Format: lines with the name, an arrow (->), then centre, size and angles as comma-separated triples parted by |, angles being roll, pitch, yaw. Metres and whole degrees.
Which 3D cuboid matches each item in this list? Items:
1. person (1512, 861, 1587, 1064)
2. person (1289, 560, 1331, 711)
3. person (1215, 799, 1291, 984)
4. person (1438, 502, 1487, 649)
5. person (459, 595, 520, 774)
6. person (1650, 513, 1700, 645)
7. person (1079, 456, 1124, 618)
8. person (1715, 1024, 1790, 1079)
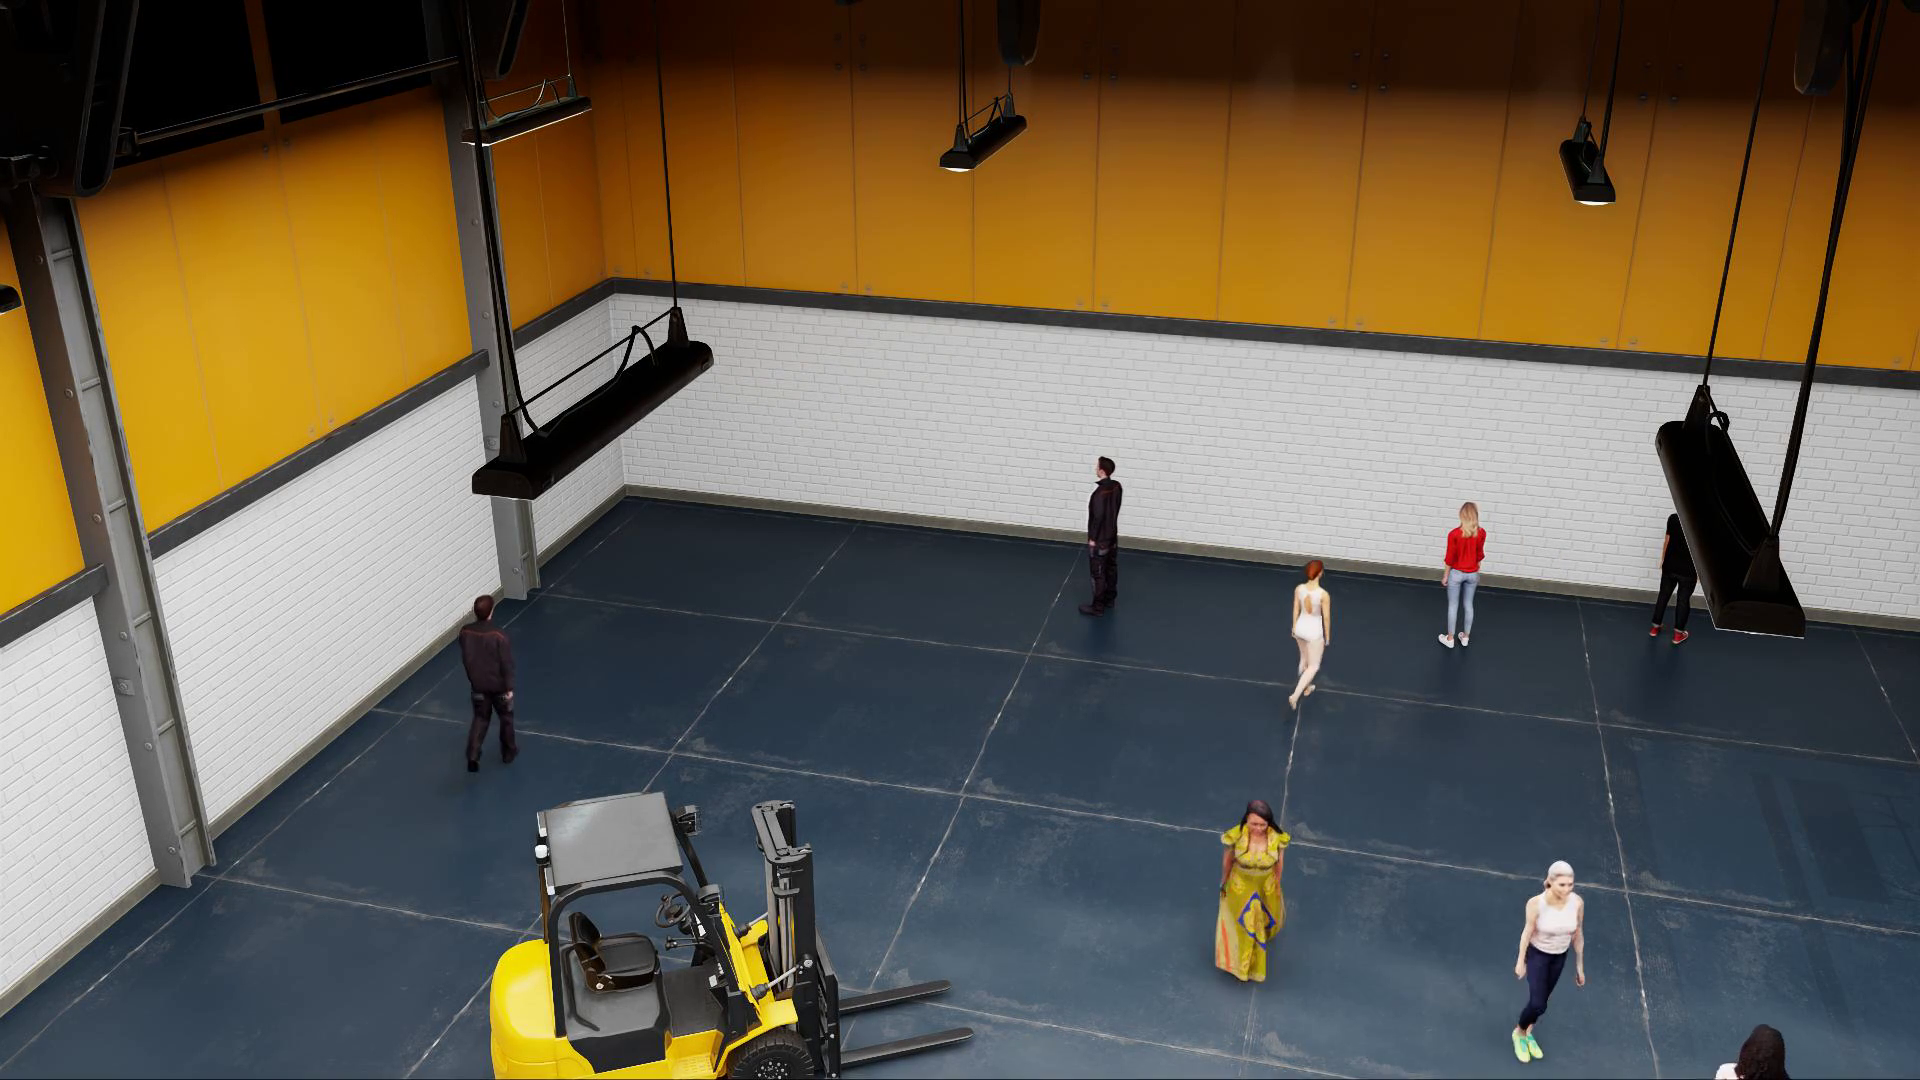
person -> 4.300, 3.055, 12.336 | 0.724, 1.691, 0.751 | -6, 24, -13
person -> 3.569, 0.994, 17.139 | 0.806, 1.622, 1.034 | 18, 29, 35
person -> 2.302, 2.714, 13.193 | 0.963, 1.630, 1.098 | 1, 24, 2
person -> 5.570, 0.383, 18.434 | 0.685, 1.703, 0.657 | -4, 24, -8
person -> -4.547, 1.412, 15.932 | 0.791, 1.822, 1.011 | 3, 24, 8
person -> 8.054, 0.292, 18.580 | 0.691, 1.754, 0.688 | 21, 31, 40
person -> 1.650, -0.060, 19.186 | 0.823, 1.912, 0.664 | 16, 28, 32
person -> 4.885, 3.856, 10.440 | 0.894, 1.742, 1.041 | 20, 31, 38
